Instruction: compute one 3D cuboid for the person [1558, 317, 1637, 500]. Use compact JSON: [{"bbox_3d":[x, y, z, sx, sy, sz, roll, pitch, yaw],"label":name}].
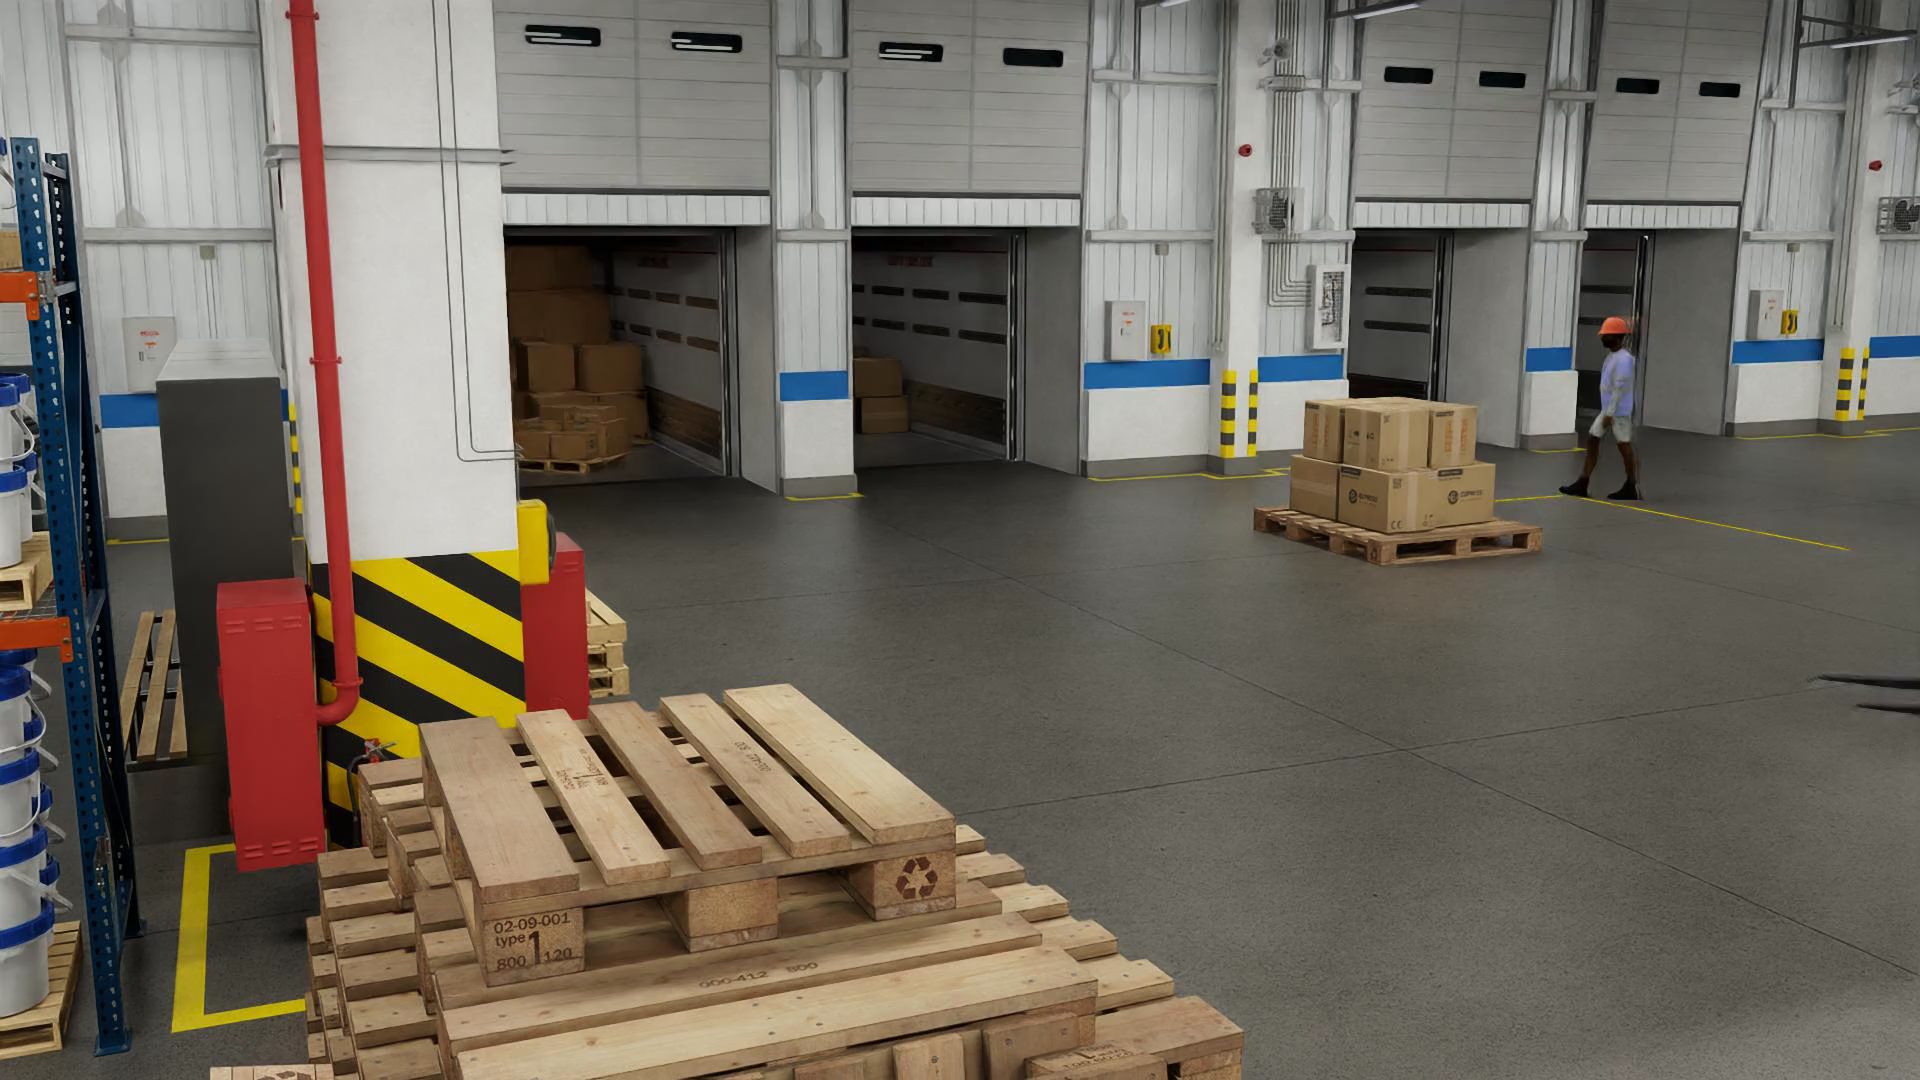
[{"bbox_3d":[6.710,-1.356,17.329,0.884,1.899,0.557,0,10,0],"label":"person"}]
